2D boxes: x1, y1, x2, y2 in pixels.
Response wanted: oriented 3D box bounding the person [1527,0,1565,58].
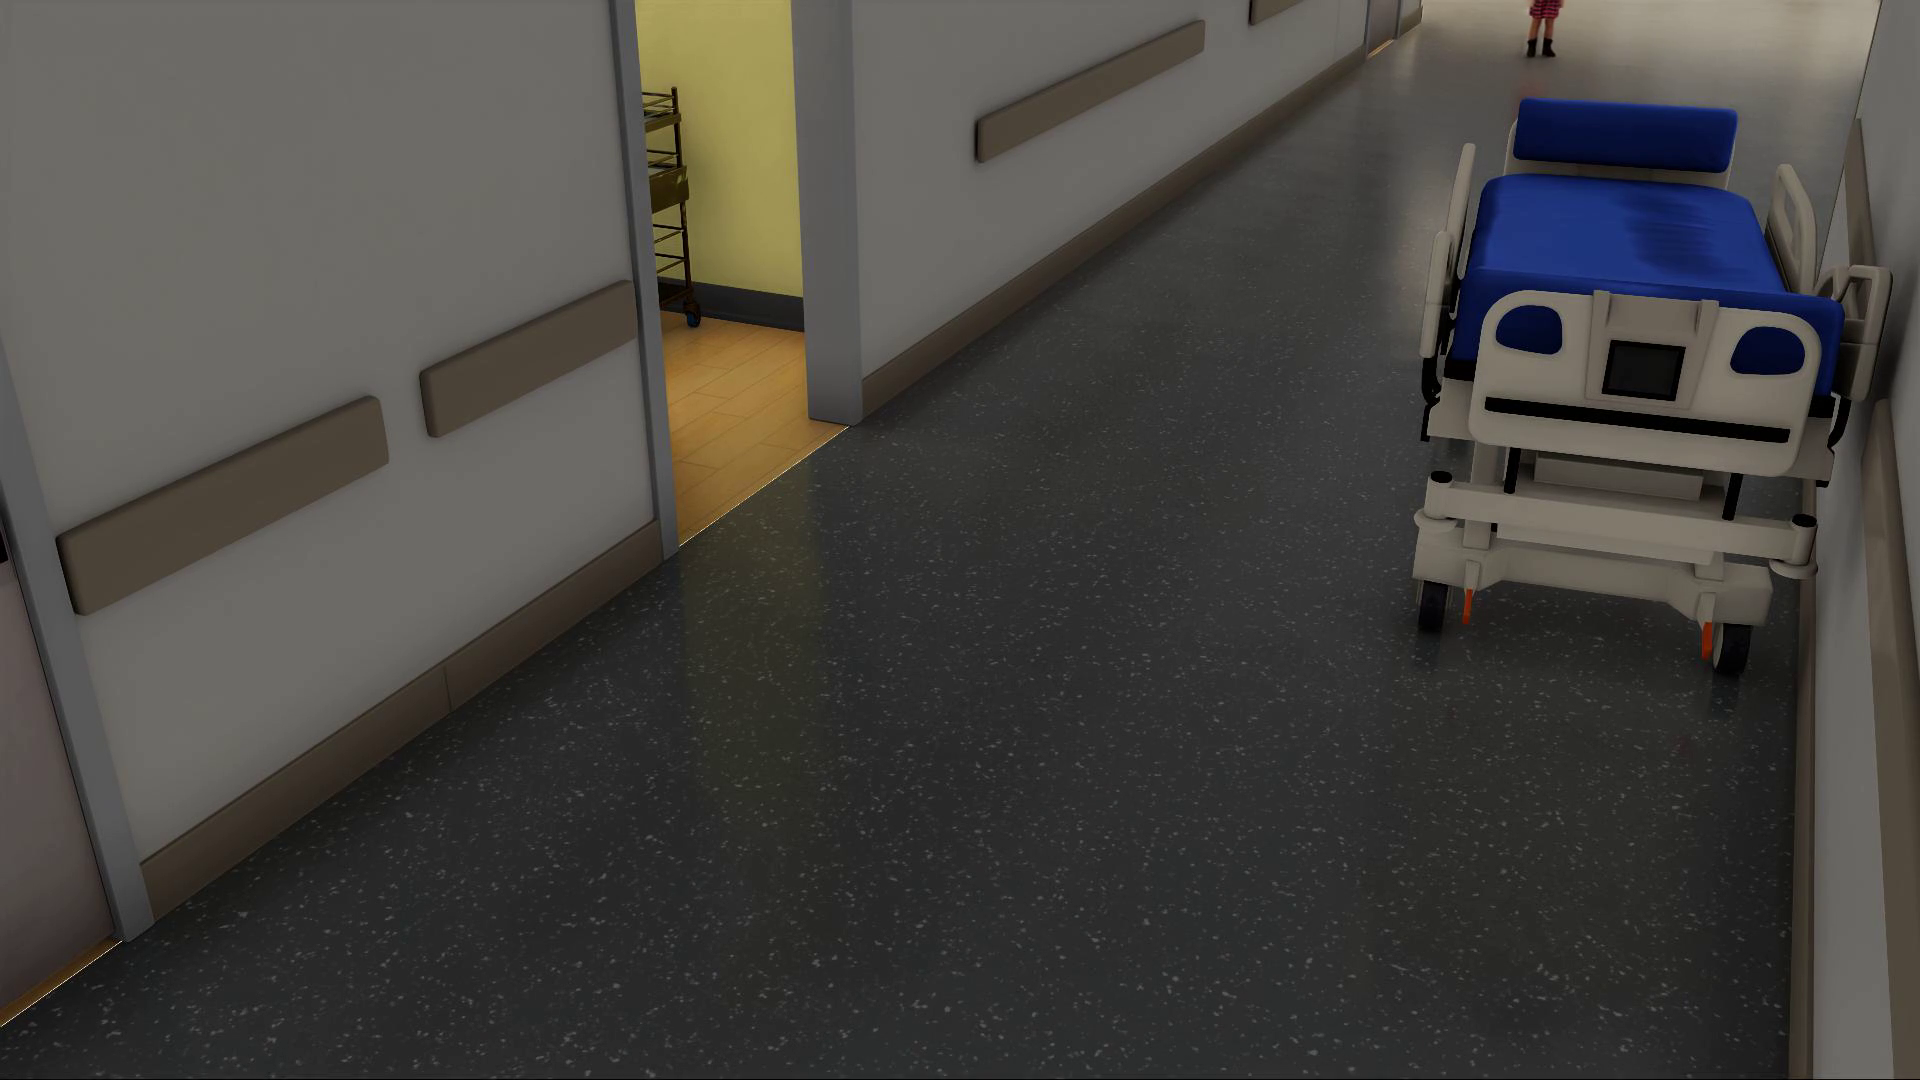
[{"bbox_3d":[5.029,-4.656,14.216,0.450,1.020,0.539,3,26,7],"label":"person"}]
